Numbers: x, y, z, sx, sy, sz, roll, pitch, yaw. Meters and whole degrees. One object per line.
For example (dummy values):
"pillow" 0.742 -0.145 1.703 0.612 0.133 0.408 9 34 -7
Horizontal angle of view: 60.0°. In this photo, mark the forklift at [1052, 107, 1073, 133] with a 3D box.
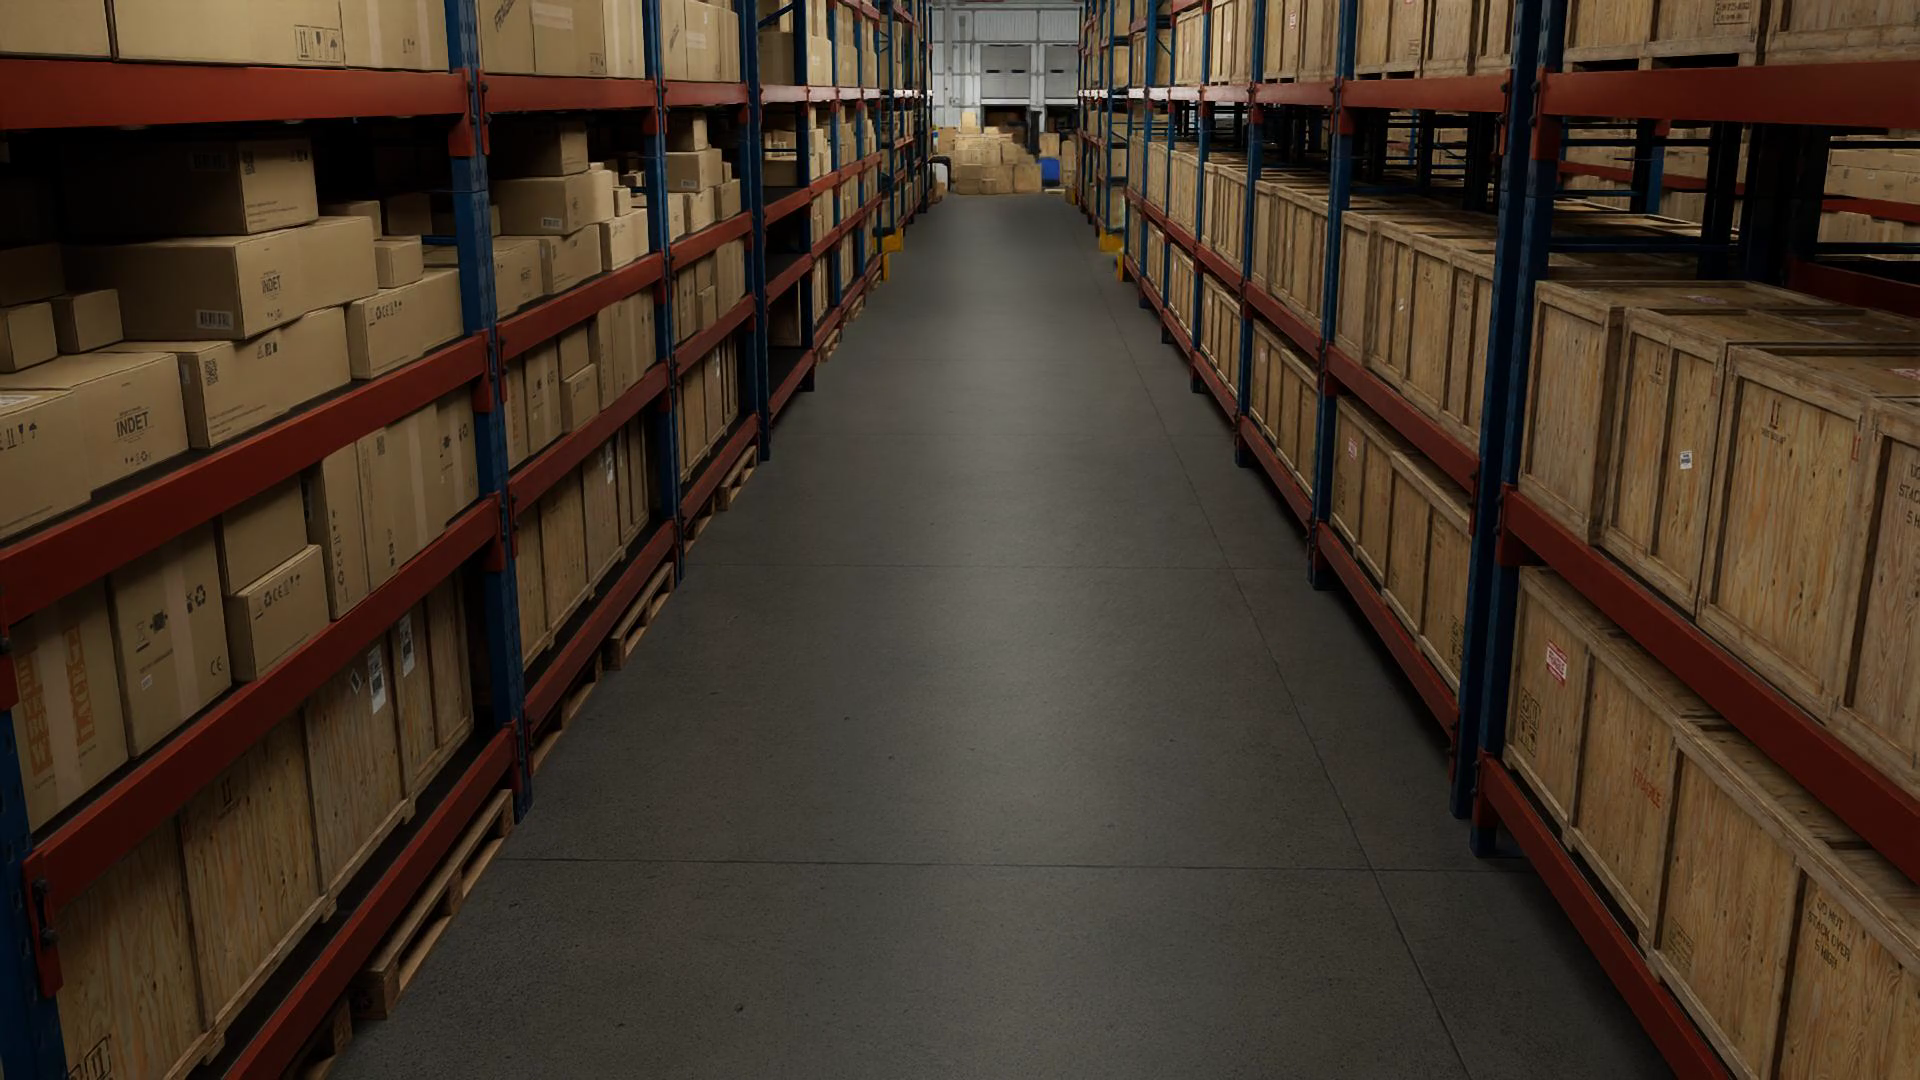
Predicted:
"forklift" 4.806 -18.966 78.357 1.129 2.768 1.873 -7 17 -26

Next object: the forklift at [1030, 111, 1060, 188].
"forklift" 2.817 -14.645 62.280 1.873 2.768 1.129 0 15 1

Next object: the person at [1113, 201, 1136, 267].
"person" 3.380 -6.119 32.547 0.537 1.831 0.576 -5 16 -18

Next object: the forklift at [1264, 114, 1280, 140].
"forklift" 11.027 -14.002 59.888 1.129 2.768 1.873 0 15 2

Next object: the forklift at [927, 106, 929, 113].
"forklift" -2.016 -20.522 84.149 1.129 2.768 1.873 0 15 2

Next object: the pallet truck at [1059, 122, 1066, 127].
"pallet truck" 5.788 -21.111 88.014 1.885 1.965 0.823 5 16 18
